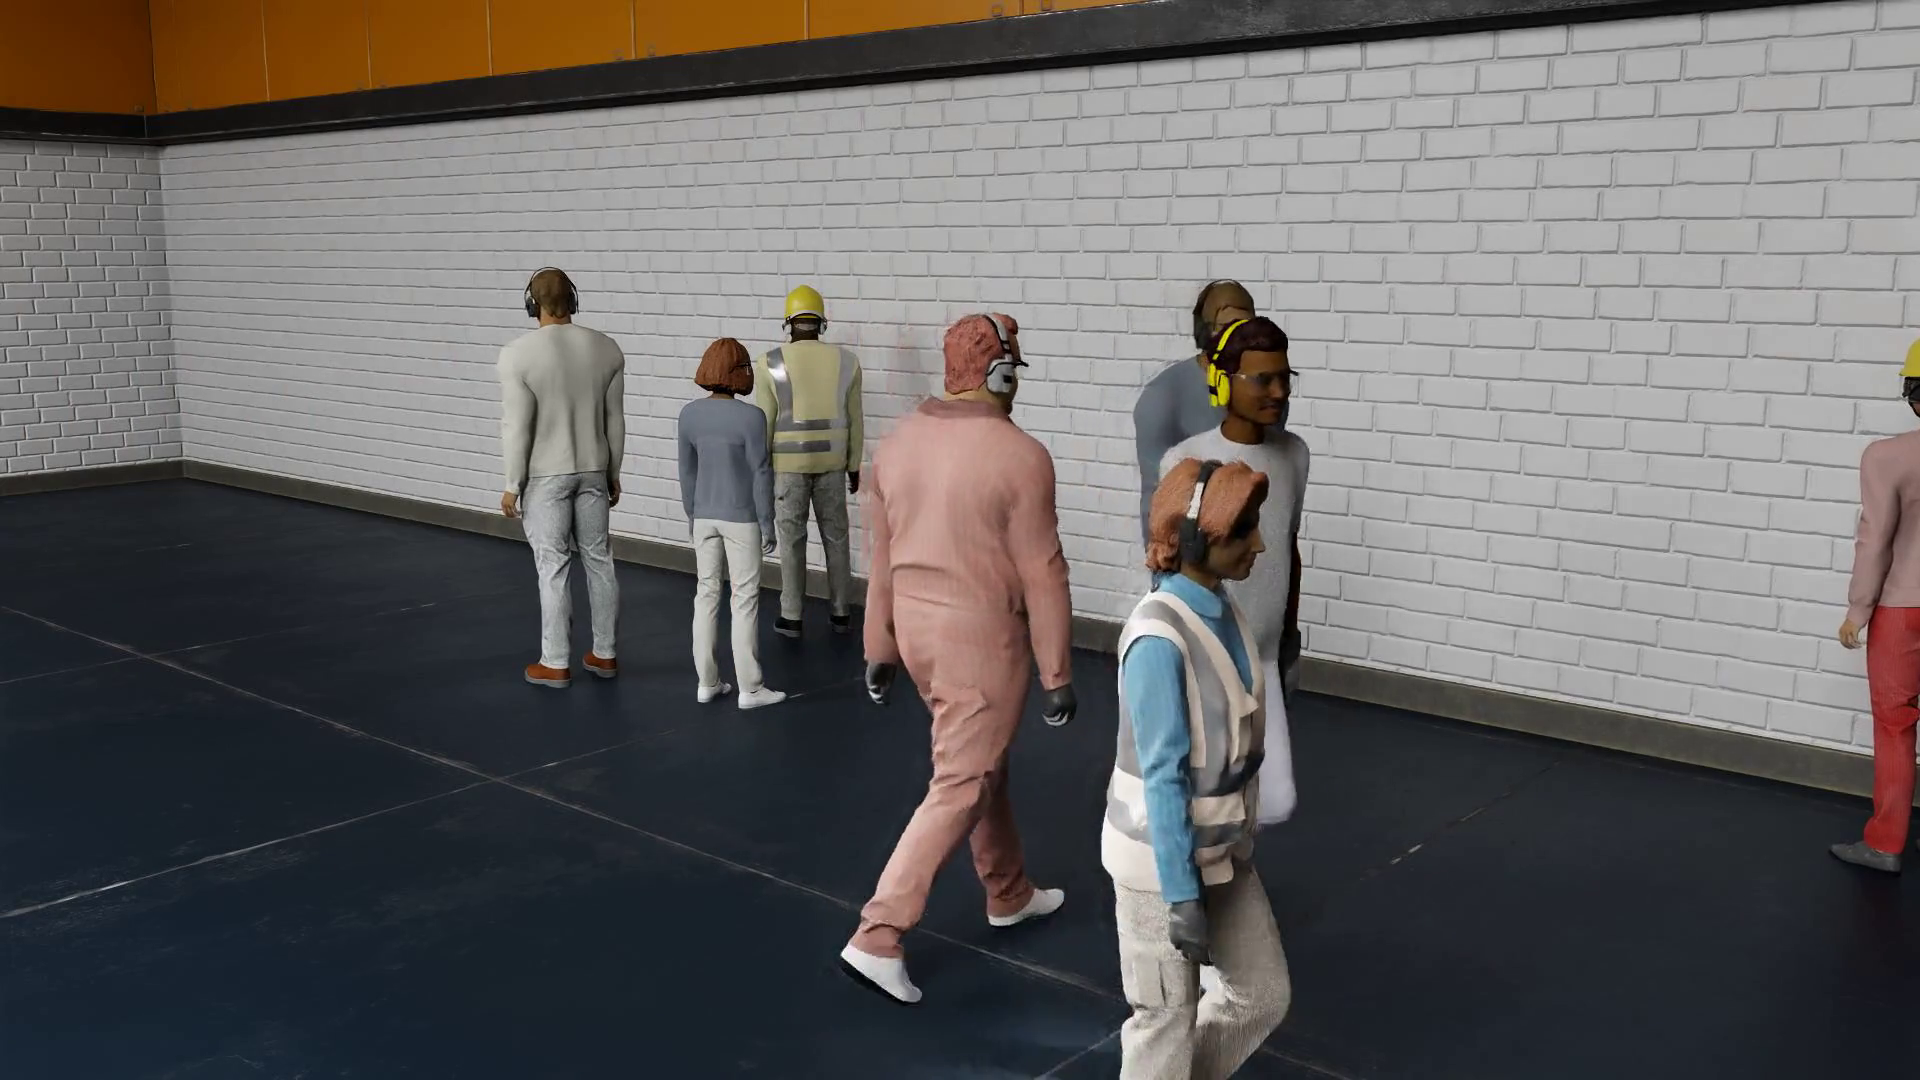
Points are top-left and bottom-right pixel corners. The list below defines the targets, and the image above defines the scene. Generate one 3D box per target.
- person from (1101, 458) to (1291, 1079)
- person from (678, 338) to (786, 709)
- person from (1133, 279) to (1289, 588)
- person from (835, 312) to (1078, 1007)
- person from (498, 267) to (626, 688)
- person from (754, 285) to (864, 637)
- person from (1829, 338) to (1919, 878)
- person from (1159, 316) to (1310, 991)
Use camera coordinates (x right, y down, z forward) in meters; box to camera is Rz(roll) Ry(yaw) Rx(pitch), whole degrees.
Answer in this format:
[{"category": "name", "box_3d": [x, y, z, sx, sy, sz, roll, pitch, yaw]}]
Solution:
[{"category": "person", "box_3d": [0.468, 0.646, 3.294, 0.359, 1.625, 0.511, 5, 11, 28]}, {"category": "person", "box_3d": [-1.016, -0.072, 7.348, 0.498, 1.633, 0.282, 6, 12, 31]}, {"category": "person", "box_3d": [0.853, 0.065, 5.761, 0.639, 1.926, 0.477, -5, 11, -26]}, {"category": "person", "box_3d": [-0.014, 0.304, 4.598, 0.978, 1.863, 0.651, -9, 14, -43]}, {"category": "person", "box_3d": [-1.834, -0.283, 7.701, 0.627, 1.934, 0.370, -9, 13, -41]}, {"category": "person", "box_3d": [-0.797, -0.409, 8.701, 0.599, 1.830, 0.403, -4, 11, -22]}, {"category": "person", "box_3d": [3.097, 0.210, 5.363, 0.524, 1.769, 0.326, -1, 10, -6]}, {"category": "person", "box_3d": [0.704, 0.319, 4.510, 0.515, 1.857, 0.483, -5, 11, -28]}]
